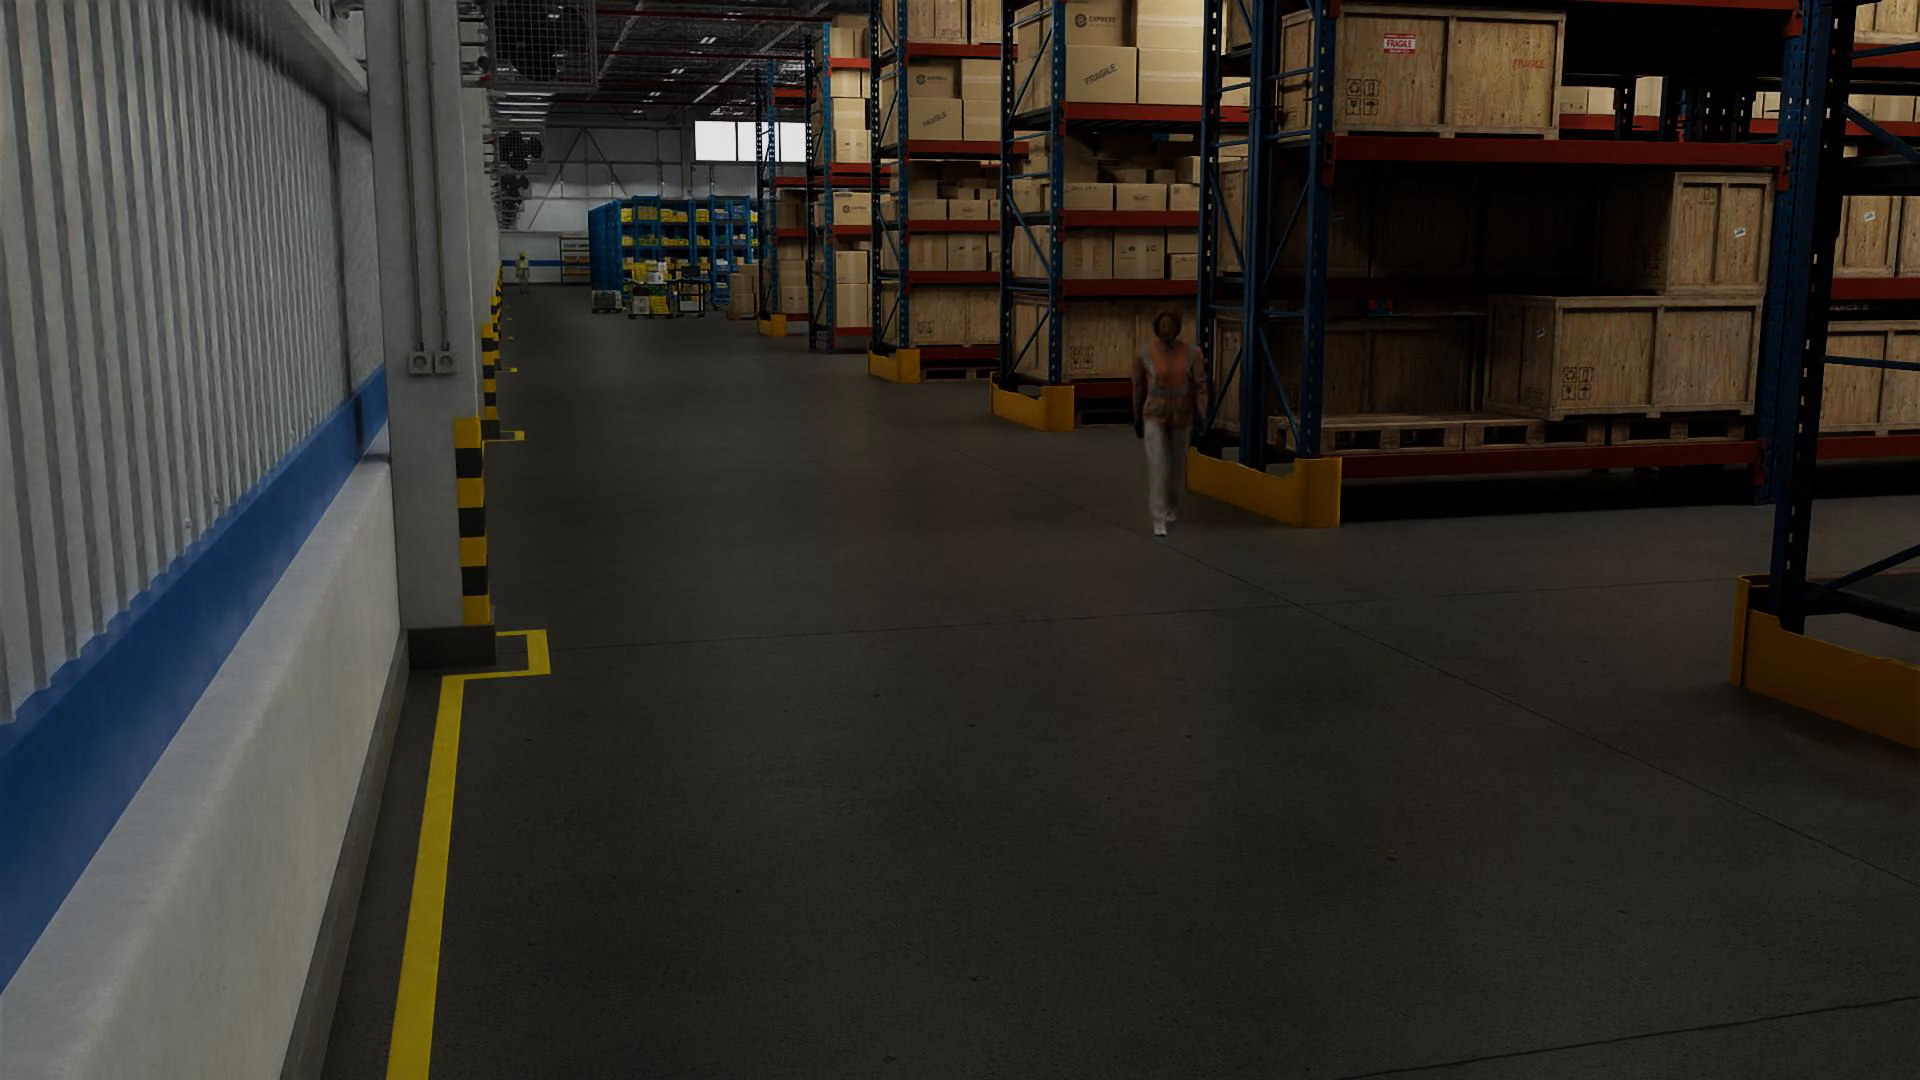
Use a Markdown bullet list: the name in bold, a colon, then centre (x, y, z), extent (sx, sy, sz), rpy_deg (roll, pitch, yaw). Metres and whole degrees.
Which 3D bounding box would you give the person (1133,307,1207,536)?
- **person**: centre (1.484, -0.871, 11.914), extent (0.513, 1.606, 0.767), rpy_deg (0, 10, -1)

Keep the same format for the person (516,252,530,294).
- **person**: centre (-18.491, -11.296, 70.437), extent (0.617, 1.781, 0.925), rpy_deg (-5, 11, -28)
